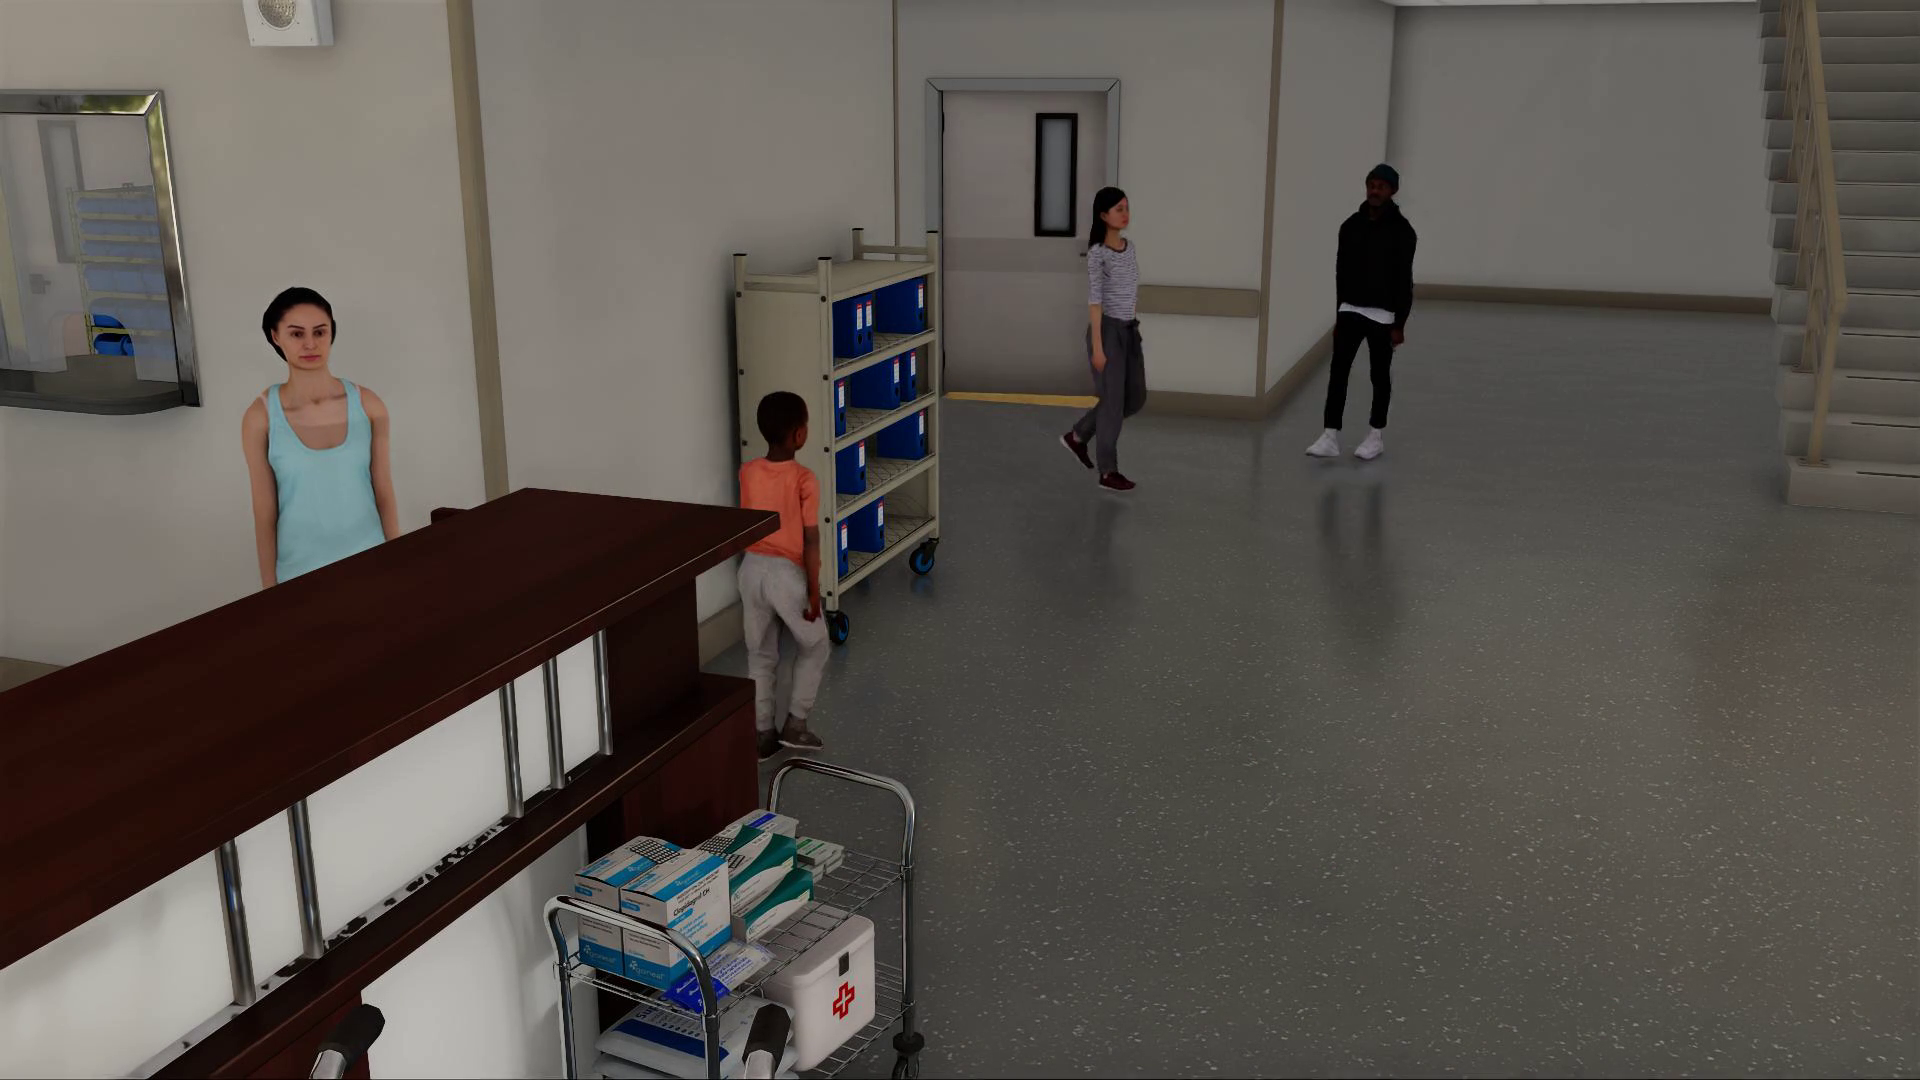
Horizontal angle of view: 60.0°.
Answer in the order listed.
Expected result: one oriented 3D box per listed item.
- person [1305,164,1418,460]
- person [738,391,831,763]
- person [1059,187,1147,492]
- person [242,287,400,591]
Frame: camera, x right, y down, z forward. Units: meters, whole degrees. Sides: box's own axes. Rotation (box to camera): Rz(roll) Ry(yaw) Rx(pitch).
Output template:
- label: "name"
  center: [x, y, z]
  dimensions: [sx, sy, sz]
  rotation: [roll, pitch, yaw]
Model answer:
- label: "person"
  center: [2.571, -1.395, 10.259]
  dimensions: [0.859, 1.802, 0.993]
  rotation: [13, 20, 38]
- label: "person"
  center: [-0.652, 0.154, 5.695]
  dimensions: [0.500, 1.298, 0.505]
  rotation: [6, 17, 22]
- label: "person"
  center: [0.793, -1.130, 9.471]
  dimensions: [0.801, 1.719, 0.802]
  rotation: [12, 20, 36]
- label: "person"
  center: [-1.846, 0.135, 4.904]
  dimensions: [0.644, 1.764, 0.719]
  rotation: [-10, 19, -32]
